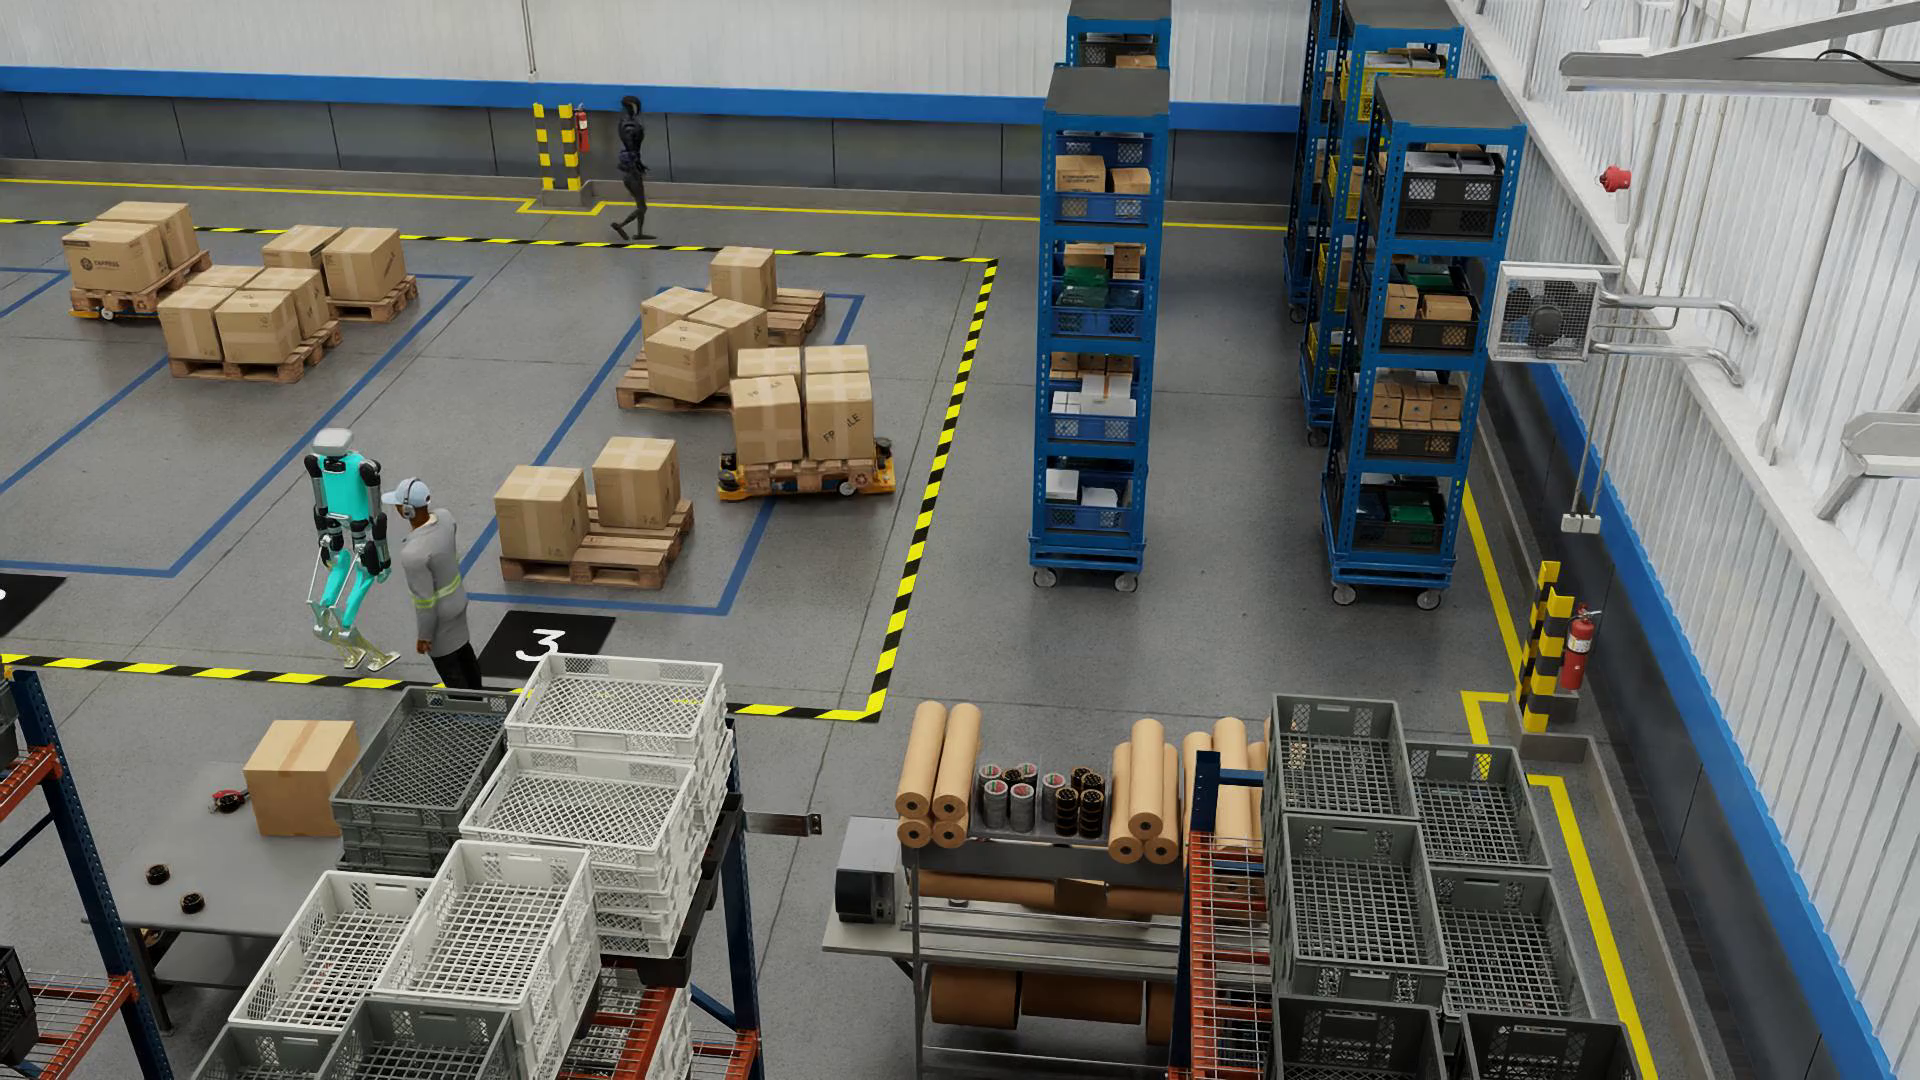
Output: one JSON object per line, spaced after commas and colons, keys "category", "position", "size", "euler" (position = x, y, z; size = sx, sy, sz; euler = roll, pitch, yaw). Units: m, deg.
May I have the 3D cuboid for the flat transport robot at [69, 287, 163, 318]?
{"category": "flat transport robot", "position": [-8.179, -2.444, 16.844], "size": [1.431, 0.197, 0.652], "euler": [3, 30, 6]}

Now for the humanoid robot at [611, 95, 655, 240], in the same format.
{"category": "humanoid robot", "position": [-3.650, -4.086, 18.304], "size": [0.463, 1.639, 0.614], "euler": [-2, 30, -4]}

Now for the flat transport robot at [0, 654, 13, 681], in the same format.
{"category": "flat transport robot", "position": [-7.142, 0.969, 11.010], "size": [1.431, 0.231, 0.659], "euler": [3, 30, 6]}

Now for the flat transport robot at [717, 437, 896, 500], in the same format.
{"category": "flat transport robot", "position": [-1.263, -0.599, 13.675], "size": [1.431, 0.197, 0.652], "euler": [-3, 30, -5]}

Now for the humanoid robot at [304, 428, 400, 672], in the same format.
{"category": "humanoid robot", "position": [-4.055, 0.148, 10.822], "size": [0.533, 1.681, 0.735], "euler": [9, 31, 16]}

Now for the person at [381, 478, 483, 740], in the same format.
{"category": "person", "position": [-3.265, 0.439, 10.345], "size": [0.397, 1.852, 0.589], "euler": [3, 30, 5]}
